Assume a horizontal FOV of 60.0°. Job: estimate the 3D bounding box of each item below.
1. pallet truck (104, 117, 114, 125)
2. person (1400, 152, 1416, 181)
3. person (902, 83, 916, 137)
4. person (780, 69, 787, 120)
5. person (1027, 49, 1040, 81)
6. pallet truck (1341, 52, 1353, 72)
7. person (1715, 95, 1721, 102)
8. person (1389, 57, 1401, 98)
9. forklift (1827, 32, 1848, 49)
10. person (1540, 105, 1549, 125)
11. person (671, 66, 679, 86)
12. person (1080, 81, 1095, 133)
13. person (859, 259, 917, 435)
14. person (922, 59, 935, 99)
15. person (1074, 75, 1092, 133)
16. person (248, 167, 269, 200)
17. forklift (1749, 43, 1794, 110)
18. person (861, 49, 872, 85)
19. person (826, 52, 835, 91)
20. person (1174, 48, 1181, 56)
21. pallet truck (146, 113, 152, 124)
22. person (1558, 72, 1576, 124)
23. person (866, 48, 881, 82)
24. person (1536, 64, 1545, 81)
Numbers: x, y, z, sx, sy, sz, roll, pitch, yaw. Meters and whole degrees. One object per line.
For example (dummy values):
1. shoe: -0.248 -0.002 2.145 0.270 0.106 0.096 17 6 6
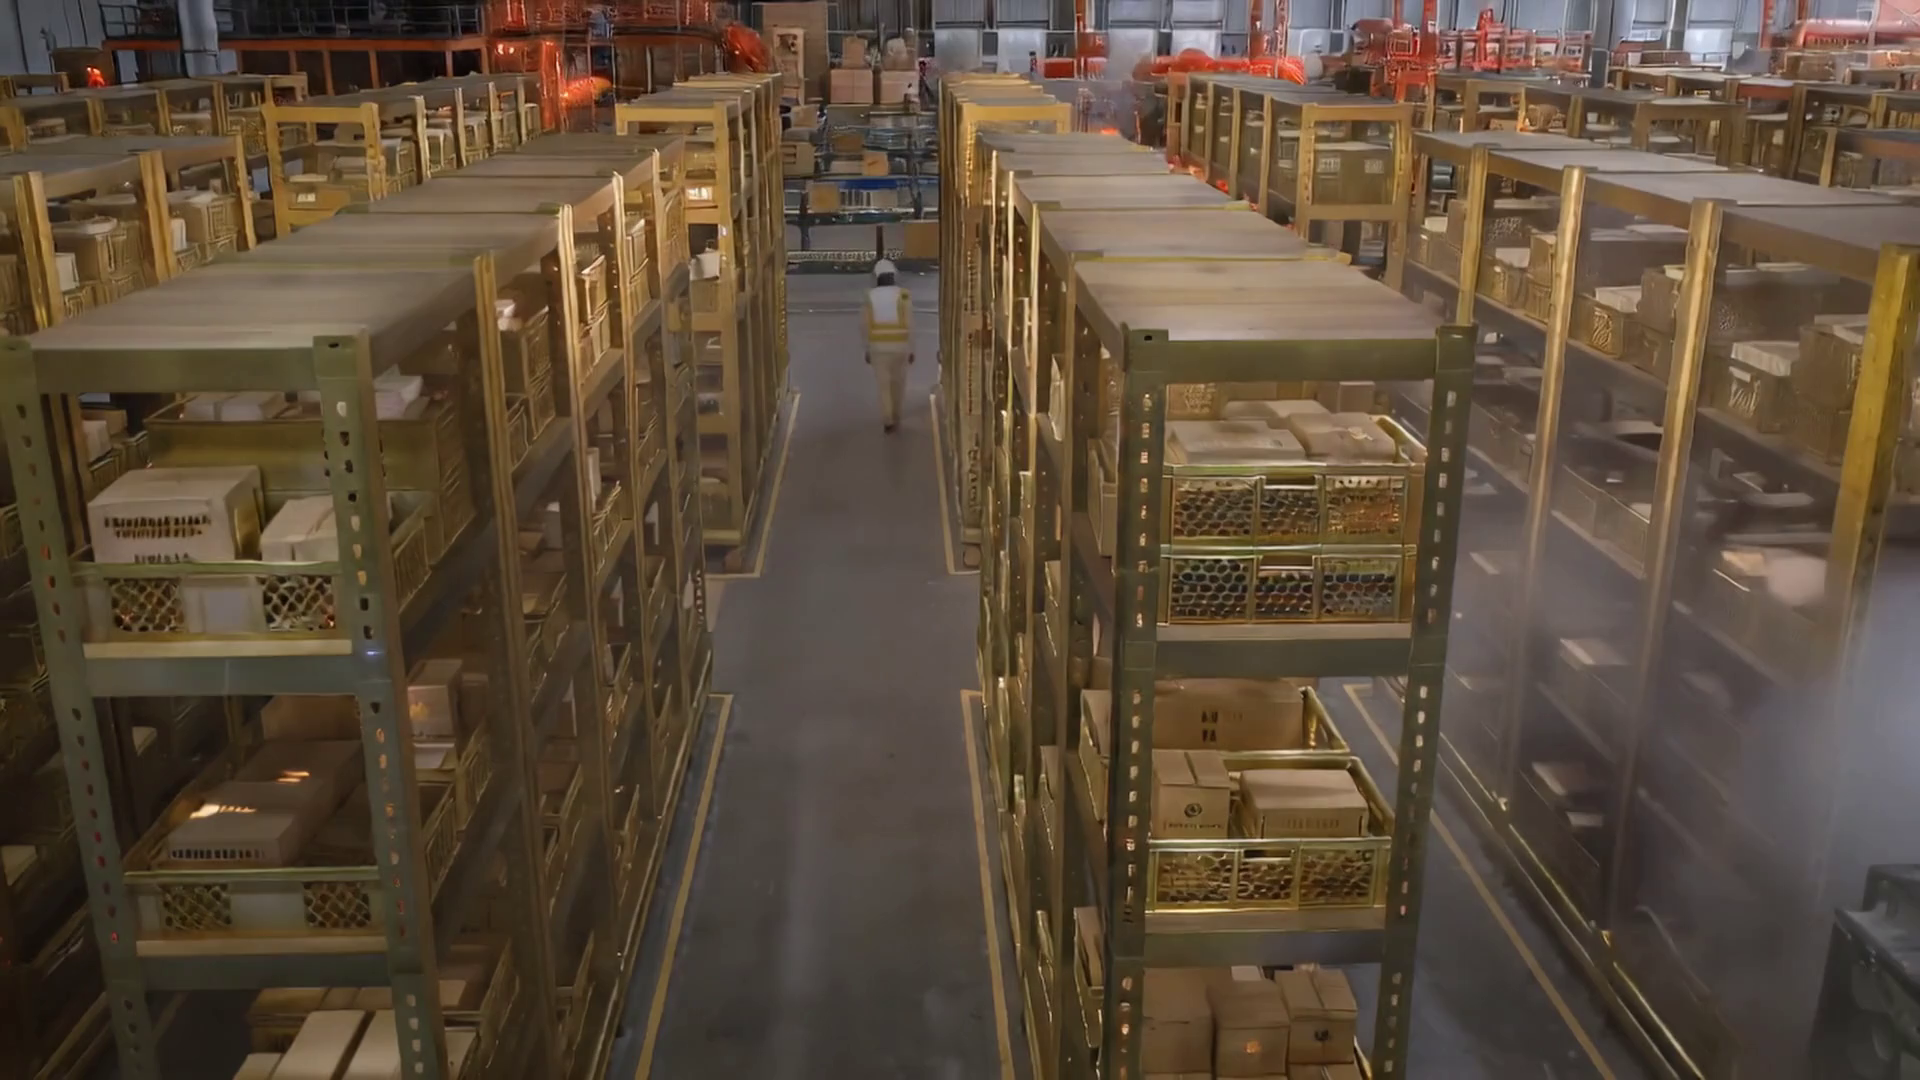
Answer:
1. pallet truck: -18.367 -7.885 35.078 1.885 1.965 0.823 1 18 2
2. person: 11.104 -9.676 40.797 0.658 1.893 0.544 2 18 5
3. person: -1.694 -14.350 55.507 0.486 1.734 0.359 -8 20 -24
4. person: -6.802 -16.909 63.186 0.361 1.882 0.575 13 22 36
5. person: 4.073 -27.036 94.639 0.985 1.820 0.536 6 19 17
6. pallet truck: 18.794 -23.123 82.231 0.823 1.965 1.885 -13 22 -35
7. person: 21.698 -11.853 47.730 0.524 1.768 0.313 -16 24 -40
8. person: 20.457 -21.728 78.130 0.540 1.868 0.597 -9 20 -27
9. forklift: 46.023 -25.321 87.619 1.129 2.768 1.873 -1 18 -2
10. person: 19.144 -14.053 54.808 0.844 1.583 0.525 11 21 31
11. person: -11.491 -18.284 67.539 0.651 1.822 0.529 -17 24 -42
12. person: 4.155 -14.090 54.544 0.591 1.833 0.403 -15 23 -39
13. person: -0.746 -2.011 17.309 0.591 1.764 0.959 -1 18 -4
14. person: -1.429 -20.275 73.570 0.560 1.907 0.786 7 19 21
15. person: 4.210 -14.960 57.064 0.623 1.955 1.019 1 18 4
16. person: -13.624 -6.944 32.536 0.533 1.767 0.326 0 18 -1
17. forklift: 31.203 -17.586 63.683 1.129 2.768 1.873 -1 18 -2
18. person: -5.084 -25.706 90.365 0.610 1.905 0.982 0 18 0
19. person: -6.575 -23.770 84.378 0.383 1.915 0.596 -16 24 -40
20. person: 12.386 -26.936 94.280 0.430 1.845 0.622 -7 19 -21
21. pallet truck: -18.087 -8.309 36.390 1.885 1.965 0.823 -1 18 -4
22. person: 22.060 -16.040 60.453 0.620 1.905 1.016 -1 18 -2
23. person: -4.809 -26.700 93.553 1.009 1.849 0.634 -4 18 -13
24. person: 24.103 -18.860 69.270 0.512 1.859 0.321 -10 20 -28
